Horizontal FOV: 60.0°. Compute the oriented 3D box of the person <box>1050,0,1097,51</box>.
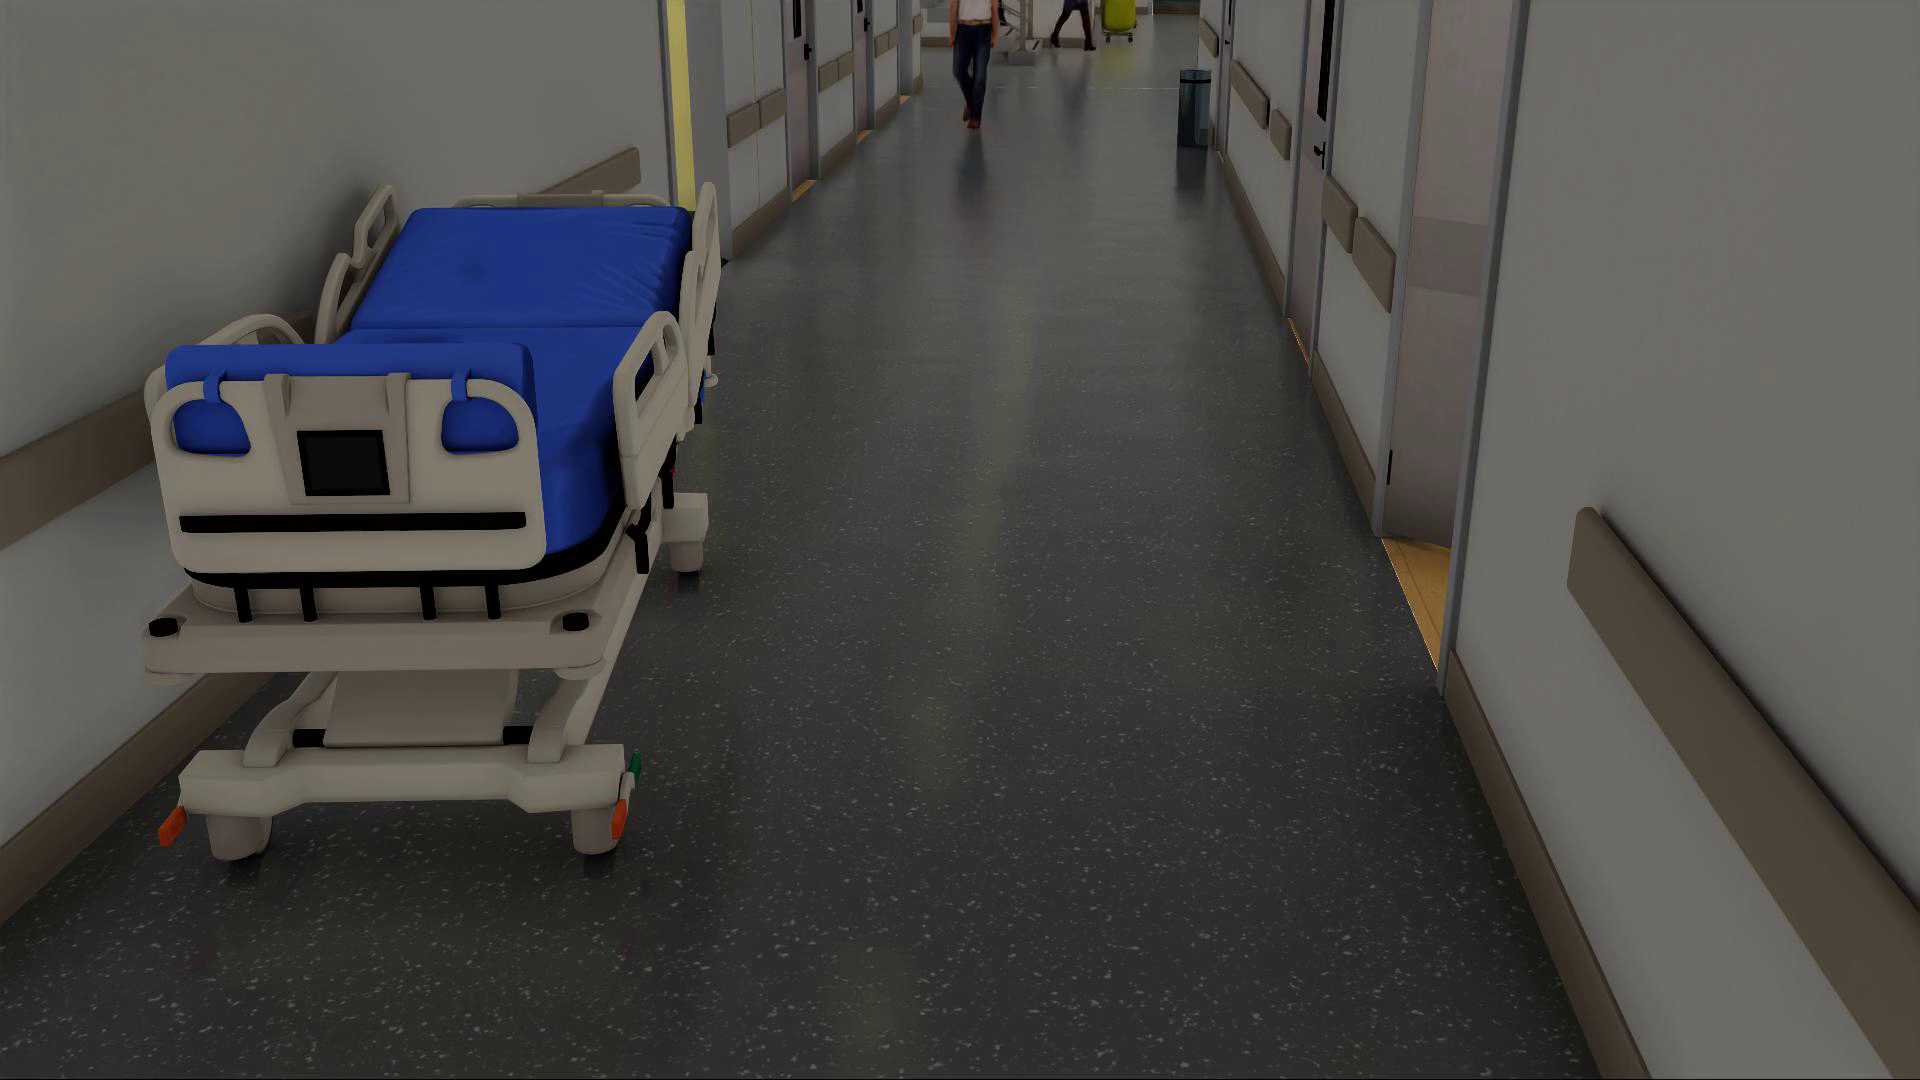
[{"bbox_3d":[1.767,-8.671,26.599,1.183,1.667,1.070,19,28,40],"label":"person"}]

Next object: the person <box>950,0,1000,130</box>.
[{"bbox_3d":[0.169,-5.257,17.329,0.792,1.848,0.786,5,21,12],"label":"person"}]
